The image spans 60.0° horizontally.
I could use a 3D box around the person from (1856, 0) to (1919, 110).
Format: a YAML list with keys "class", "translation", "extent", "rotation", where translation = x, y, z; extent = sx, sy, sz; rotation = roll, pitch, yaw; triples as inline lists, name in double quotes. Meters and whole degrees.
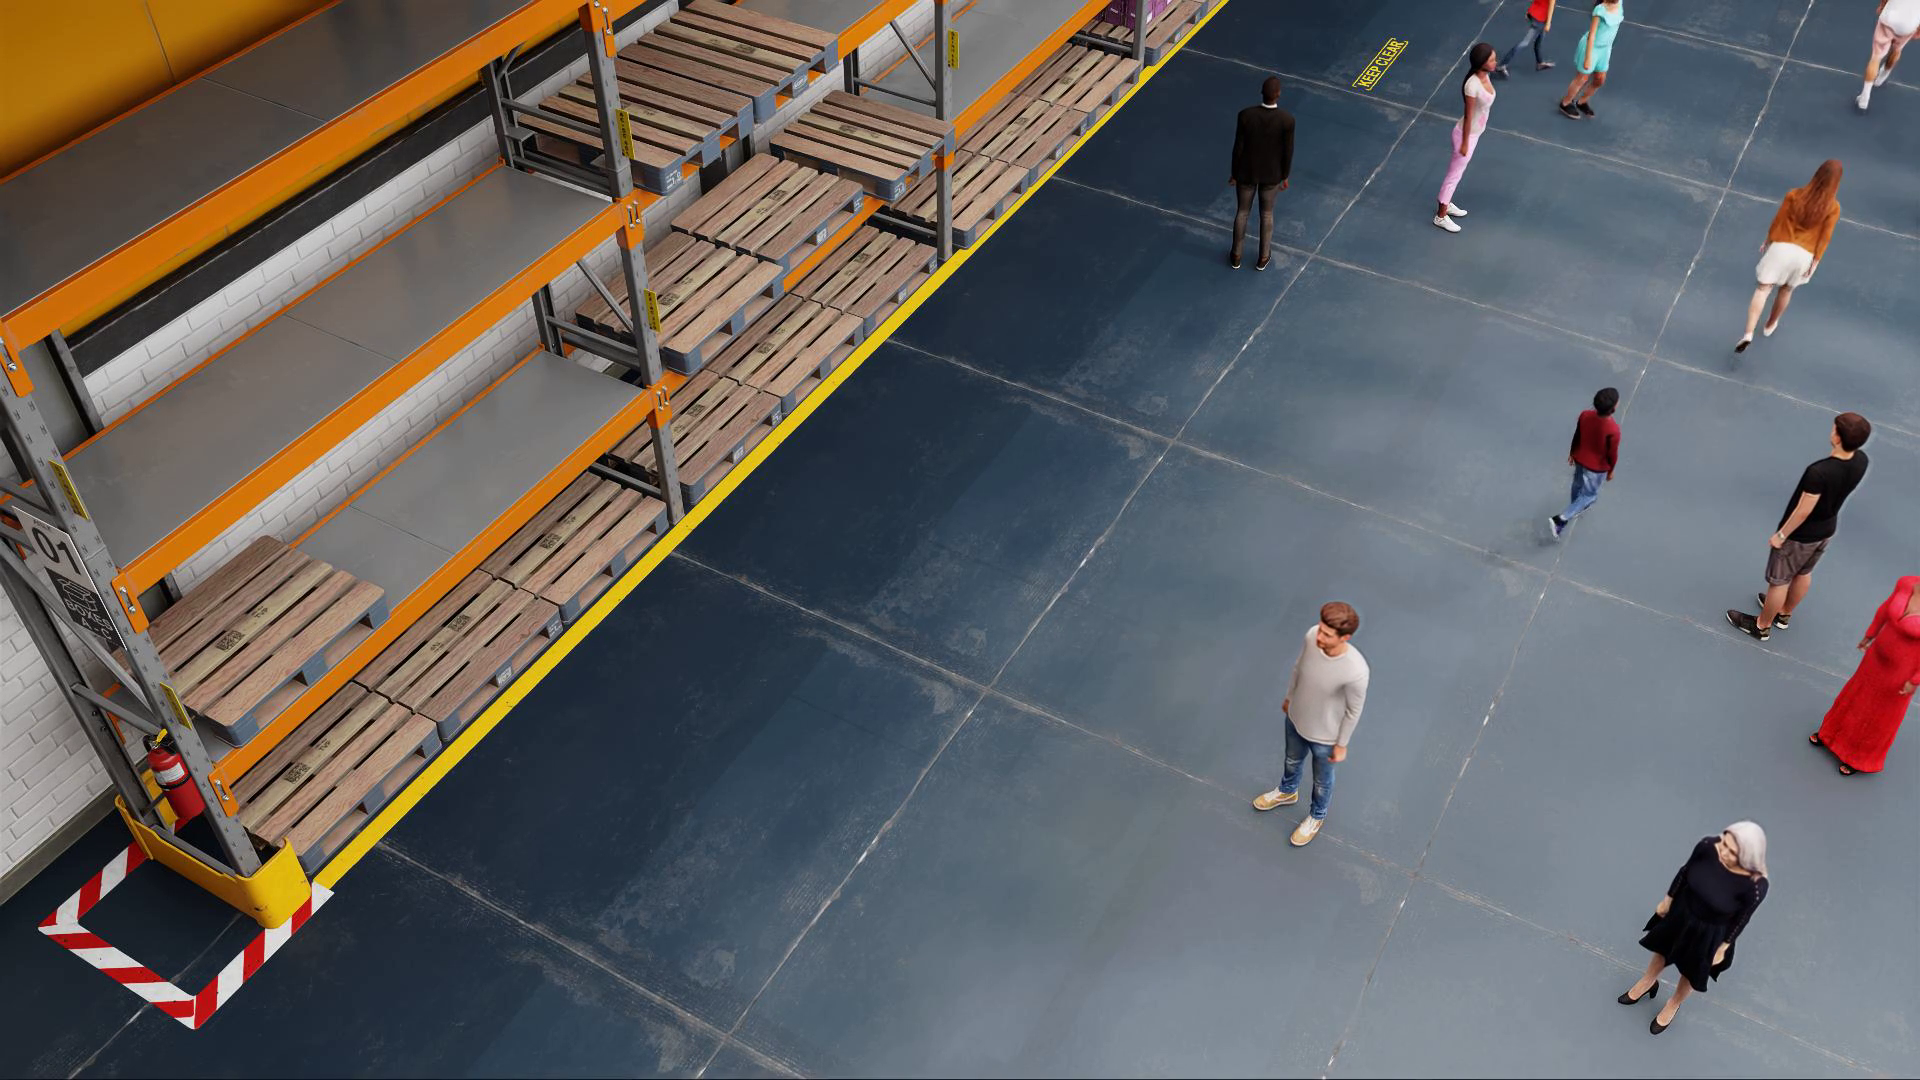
- class: "person"
  translation: [9.245, -5.099, 16.398]
  extent: [0.698, 1.742, 1.150]
  rotation: [18, 46, 18]

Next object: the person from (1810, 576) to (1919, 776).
- class: "person"
  translation: [5.746, 0.760, 10.217]
  extent: [0.781, 1.784, 0.732]
  rotation: [-14, 45, -14]

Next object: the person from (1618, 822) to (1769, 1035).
- class: "person"
  translation: [3.932, 2.066, 8.874]
  extent: [0.714, 1.746, 0.696]
  rotation: [-23, 48, -23]

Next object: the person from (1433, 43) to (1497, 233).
- class: "person"
  translation: [4.517, -3.611, 14.836]
  extent: [0.645, 1.741, 0.469]
  rotation: [18, 46, 18]

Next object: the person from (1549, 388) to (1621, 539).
- class: "person"
  translation: [4.522, -0.552, 11.986]
  extent: [0.864, 1.243, 0.724]
  rotation: [-23, 48, -22]

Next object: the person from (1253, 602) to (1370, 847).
- class: "person"
  translation: [2.116, 1.061, 9.815]
  extent: [0.729, 1.903, 0.753]
  rotation: [-25, 49, -24]

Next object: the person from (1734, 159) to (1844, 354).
- class: "person"
  translation: [6.693, -2.265, 13.454]
  extent: [0.618, 1.698, 0.991]
  rotation: [22, 48, 21]

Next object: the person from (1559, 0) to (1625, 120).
- class: "person"
  translation: [6.183, -4.831, 16.274]
  extent: [0.679, 1.524, 0.738]
  rotation: [-32, 52, -29]

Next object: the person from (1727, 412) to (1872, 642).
- class: "person"
  translation: [5.630, -0.082, 11.045]
  extent: [0.704, 1.860, 0.829]
  rotation: [-21, 47, -20]

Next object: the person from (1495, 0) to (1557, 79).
- class: "person"
  translation: [5.833, -5.331, 16.971]
  extent: [0.894, 1.287, 0.906]
  rotation: [-4, 44, -4]

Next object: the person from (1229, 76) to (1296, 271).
- class: "person"
  translation: [2.576, -3.148, 14.308]
  extent: [0.726, 1.800, 0.664]
  rotation: [8, 44, 8]
